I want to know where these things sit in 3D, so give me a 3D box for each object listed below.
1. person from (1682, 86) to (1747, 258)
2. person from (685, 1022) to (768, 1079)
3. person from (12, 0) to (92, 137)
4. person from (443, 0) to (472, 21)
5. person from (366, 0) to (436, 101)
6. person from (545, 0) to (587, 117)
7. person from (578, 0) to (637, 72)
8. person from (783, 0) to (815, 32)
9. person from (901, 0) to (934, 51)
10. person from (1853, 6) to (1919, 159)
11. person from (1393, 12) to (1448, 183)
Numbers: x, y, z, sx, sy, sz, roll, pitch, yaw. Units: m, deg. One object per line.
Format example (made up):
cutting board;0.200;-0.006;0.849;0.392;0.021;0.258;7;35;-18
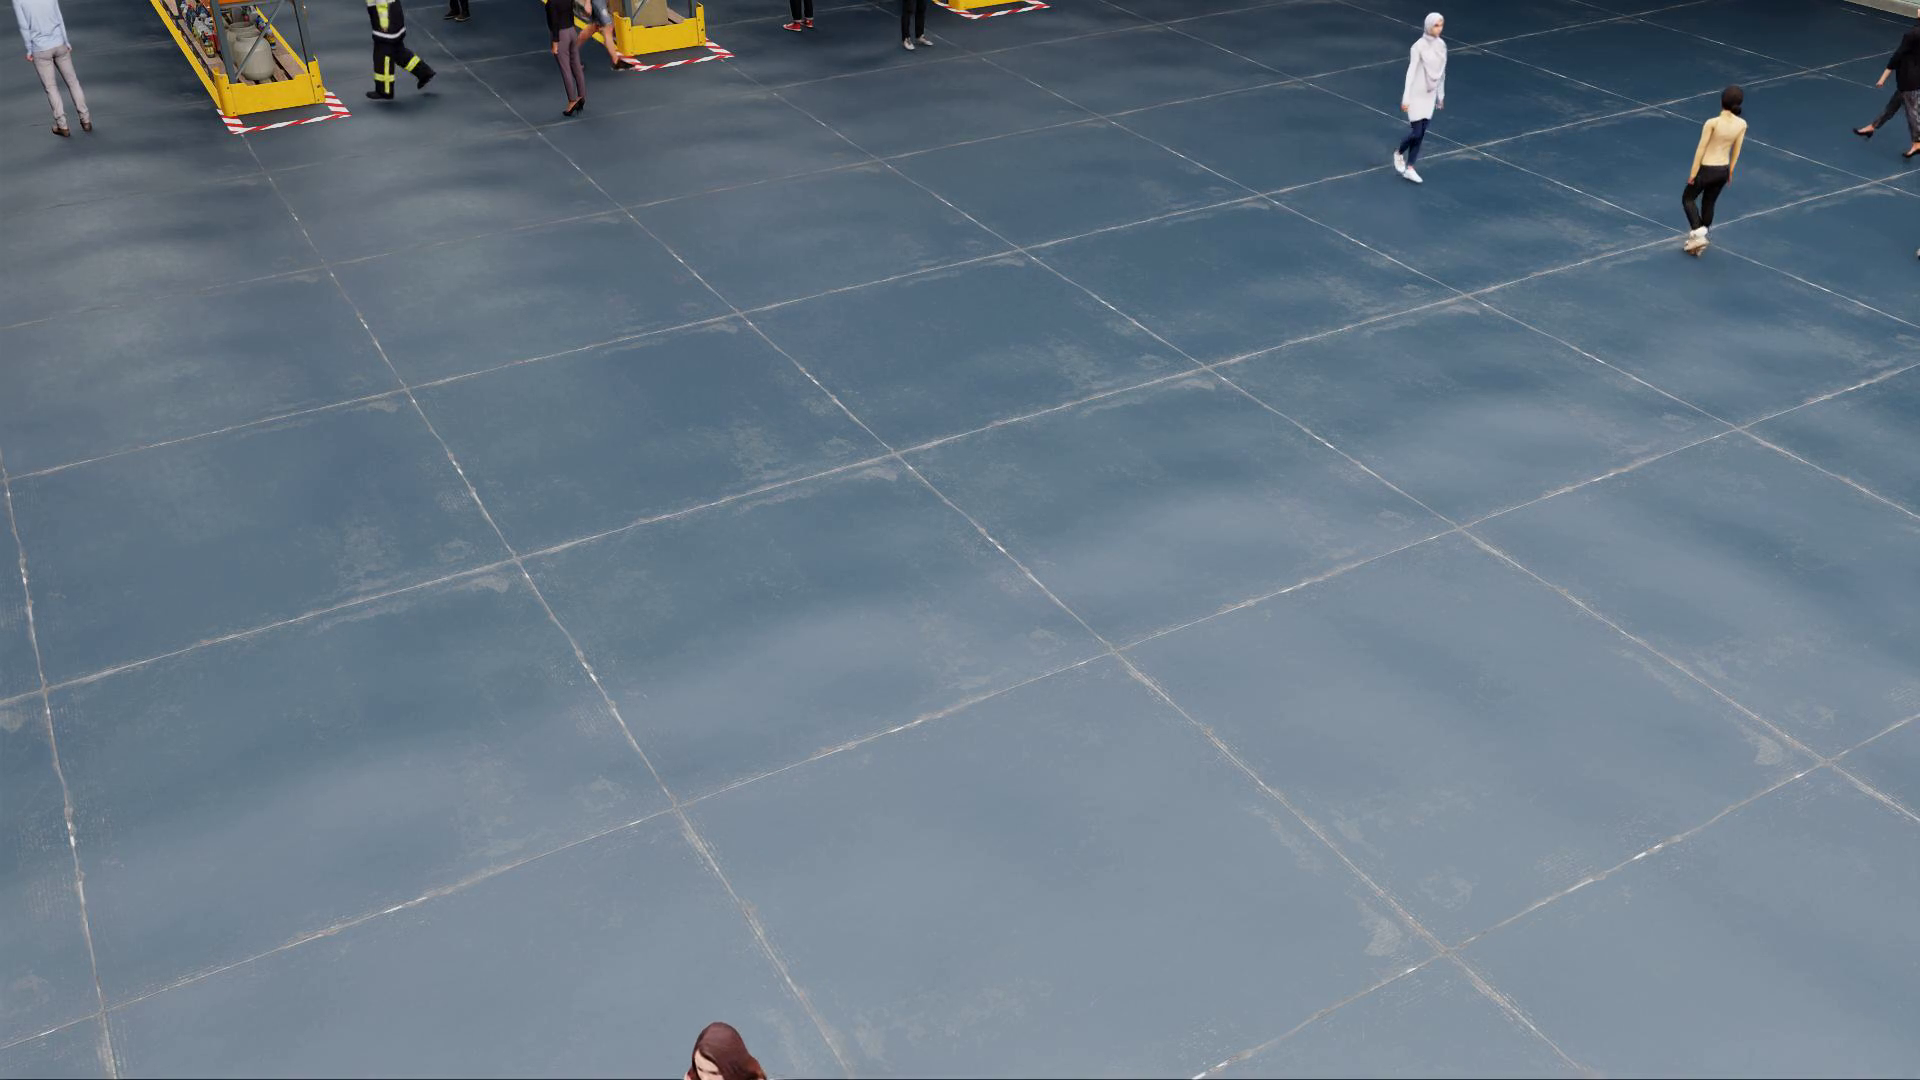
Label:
person;7.144;-3.451;15.740;0.746;1.649;0.806;-2;32;-3
person;-0.835;2.399;6.589;1.014;1.519;1.084;7;33;11
person;-10.328;-5.566;18.865;0.677;1.892;0.716;27;41;36
person;-7.079;-8.128;23.044;0.778;1.766;0.637;-8;33;-12
person;-6.810;-6.272;19.922;1.024;1.959;1.118;-8;33;-12
person;-4.617;-5.833;19.495;0.710;1.672;0.678;13;34;19
person;-4.678;-6.818;20.931;1.214;1.807;1.234;4;33;7
person;-2.207;-7.853;22.613;0.733;1.761;0.766;24;39;33
person;-0.583;-7.401;21.902;0.664;1.757;0.587;-23;39;-32
person;10.454;-4.982;18.152;0.674;1.666;1.113;-16;36;-24
person;4.832;-4.696;17.602;0.623;1.770;0.655;-16;35;-23
